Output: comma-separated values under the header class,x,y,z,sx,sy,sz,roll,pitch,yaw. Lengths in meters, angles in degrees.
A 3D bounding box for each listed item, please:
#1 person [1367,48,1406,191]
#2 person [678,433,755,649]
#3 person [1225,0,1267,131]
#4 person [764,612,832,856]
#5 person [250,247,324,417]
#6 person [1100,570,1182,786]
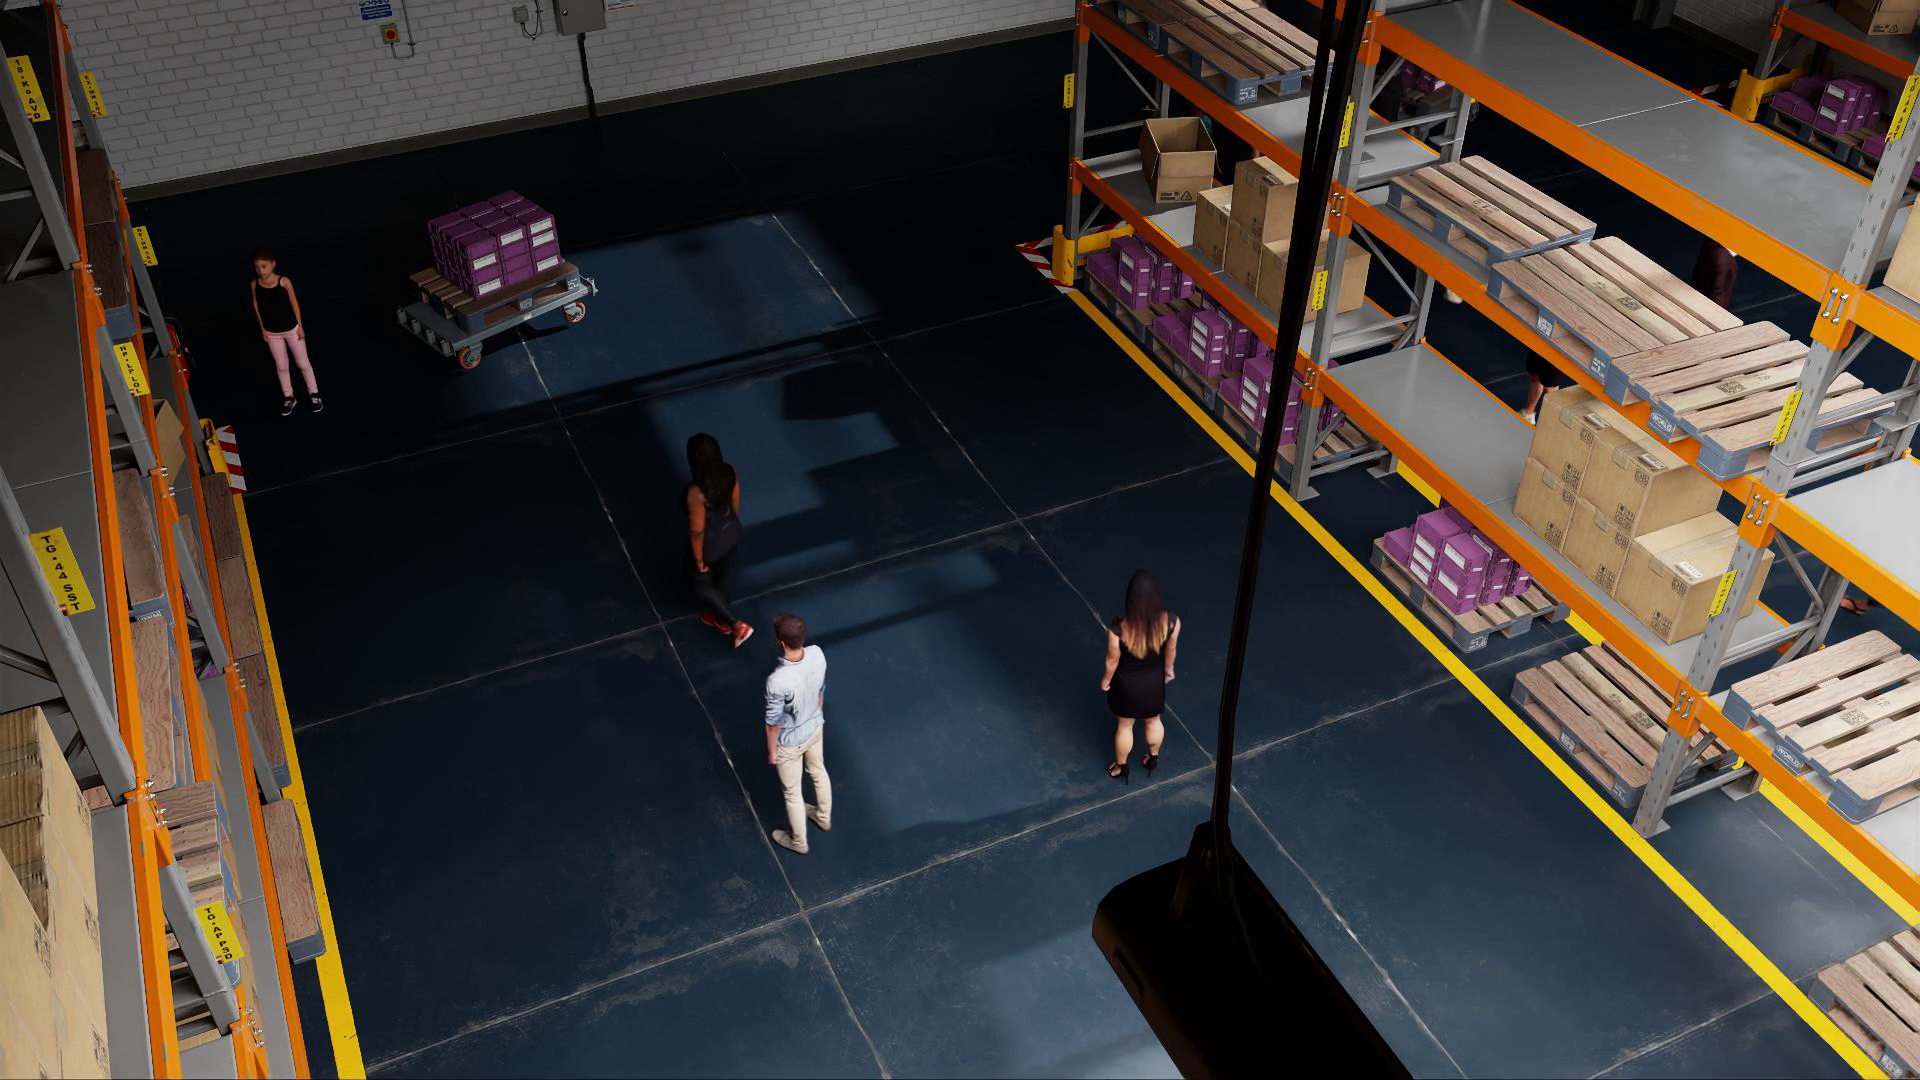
class,x,y,z,sx,sy,sz,roll,pitch,yaw
person,4.364,-4.117,17.031,0.794,1.755,0.984,-32,48,-33
person,-1.693,0.033,11.798,1.012,1.801,0.889,26,45,29
person,3.269,-5.541,18.788,0.842,1.787,0.877,-32,48,-33
person,-1.001,1.195,10.305,0.720,1.848,0.724,26,45,29
person,-5.824,-1.809,14.293,0.573,1.566,0.580,-7,39,-8
person,1.163,0.913,10.767,0.694,1.712,0.656,-9,40,-11
